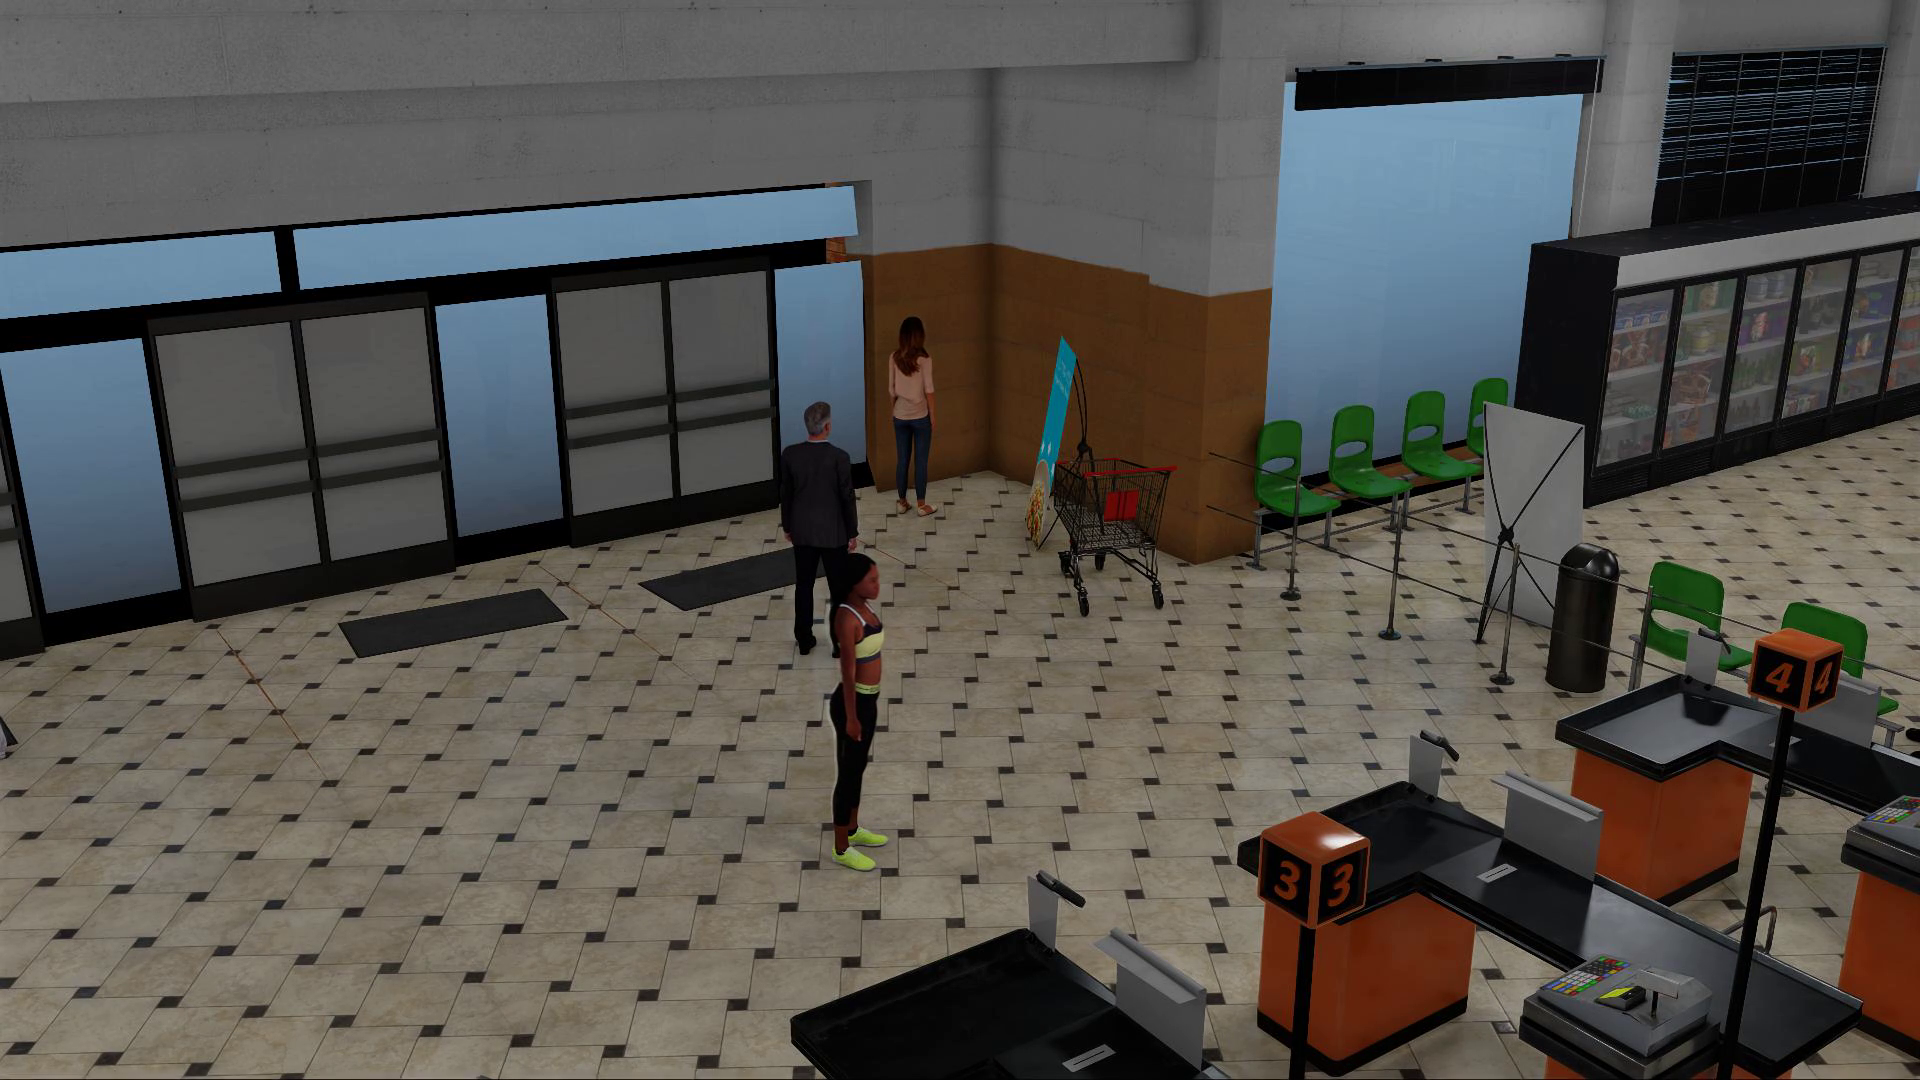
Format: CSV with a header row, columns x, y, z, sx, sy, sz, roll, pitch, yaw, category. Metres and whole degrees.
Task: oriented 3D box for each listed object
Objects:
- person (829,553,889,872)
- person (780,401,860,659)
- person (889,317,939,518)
x,y,z,sx,sy,sz,roll,pitch,yaw,category
-0.569,0.899,8.933,0.691,1.753,0.637,4,19,11,person
-0.984,-0.078,11.693,0.770,1.839,0.865,5,19,15,person
-0.428,-1.100,14.798,0.617,1.792,0.728,9,21,24,person
